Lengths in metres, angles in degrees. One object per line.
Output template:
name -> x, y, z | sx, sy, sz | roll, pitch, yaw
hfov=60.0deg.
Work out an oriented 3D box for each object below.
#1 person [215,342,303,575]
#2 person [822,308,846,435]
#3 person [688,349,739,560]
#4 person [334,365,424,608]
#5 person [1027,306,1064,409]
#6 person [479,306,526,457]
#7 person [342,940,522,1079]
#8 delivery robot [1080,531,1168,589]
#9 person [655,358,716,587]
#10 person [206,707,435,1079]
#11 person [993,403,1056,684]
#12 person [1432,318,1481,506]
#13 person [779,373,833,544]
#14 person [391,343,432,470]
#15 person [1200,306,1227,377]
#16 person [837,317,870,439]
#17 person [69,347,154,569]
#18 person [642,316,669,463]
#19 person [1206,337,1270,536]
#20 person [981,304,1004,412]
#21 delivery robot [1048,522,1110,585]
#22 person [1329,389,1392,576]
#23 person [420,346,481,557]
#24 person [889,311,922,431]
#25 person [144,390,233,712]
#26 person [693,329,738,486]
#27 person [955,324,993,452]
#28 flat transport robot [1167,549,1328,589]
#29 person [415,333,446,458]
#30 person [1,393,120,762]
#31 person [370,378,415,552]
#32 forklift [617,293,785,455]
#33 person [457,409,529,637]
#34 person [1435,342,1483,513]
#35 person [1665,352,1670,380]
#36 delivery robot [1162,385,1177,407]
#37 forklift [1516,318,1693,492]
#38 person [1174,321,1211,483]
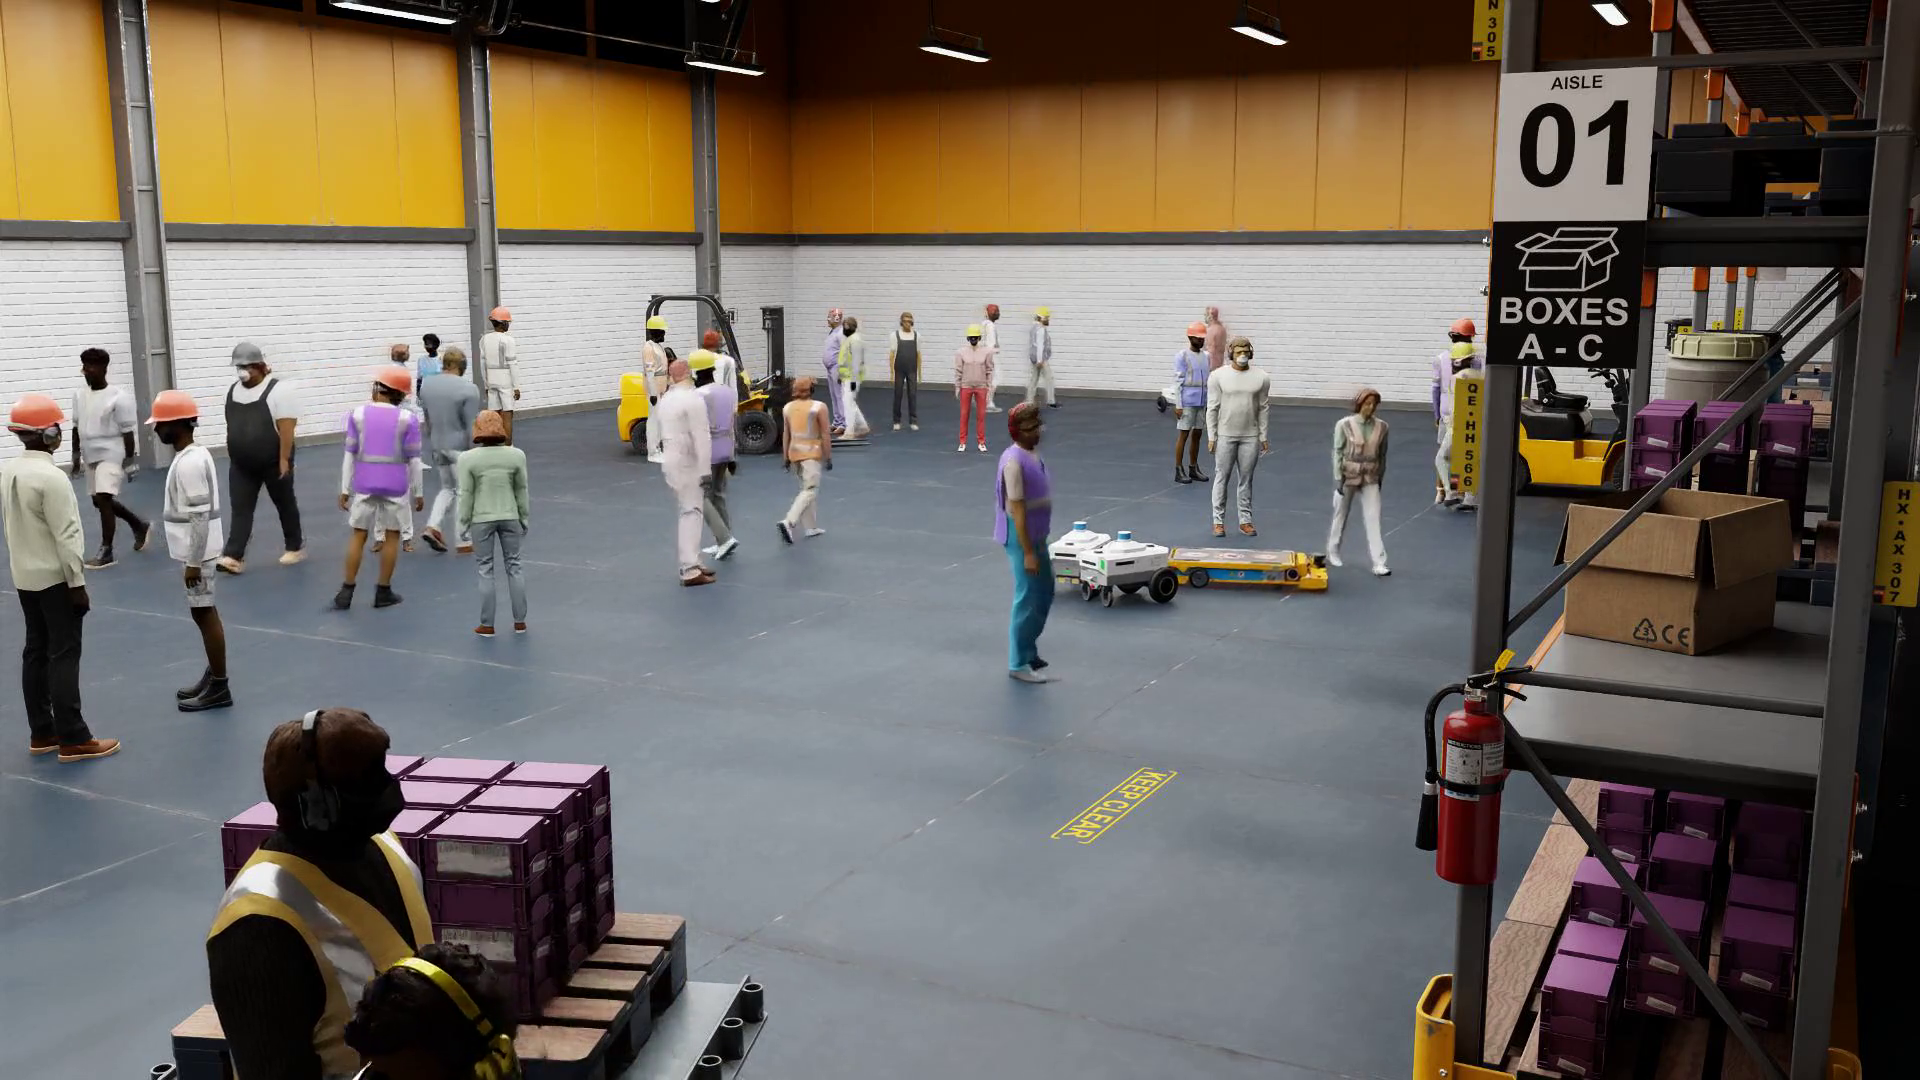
person -> -6.060, -0.738, 14.349 | 0.690, 2.000, 1.021 | 1, 10, 7
person -> -1.888, -2.560, 25.284 | 0.409, 1.908, 0.647 | -4, 10, -20
person -> -2.228, -0.760, 14.878 | 0.576, 1.898, 0.605 | 4, 11, 22
person -> -4.514, -0.415, 12.931 | 0.679, 1.885, 0.430 | -1, 10, -6
person -> 1.510, -3.184, 29.184 | 0.778, 1.800, 0.619 | -2, 10, -9
person -> -6.049, -2.064, 22.017 | 0.616, 2.041, 0.379 | 6, 11, 31
person -> -0.613, 1.437, 2.455 | 0.605, 1.806, 1.018 | 7, 12, 34
delivery robot -> 1.289, 0.175, 13.089 | 0.707, 0.478, 0.477 | -6, 12, -32
person -> -2.247, -0.577, 13.918 | 0.478, 1.872, 0.681 | -5, 11, -28
person -> -1.248, 1.244, 3.440 | 0.429, 1.846, 0.629 | 0, 10, 0
person -> 0.424, 0.018, 10.667 | 0.368, 1.811, 0.721 | 3, 10, 17
person -> 5.413, -1.381, 18.060 | 0.378, 2.045, 0.605 | -7, 12, -37
person -> -1.507, -0.779, 15.845 | 0.508, 1.607, 0.762 | 7, 12, 34
person -> -6.910, -1.636, 20.761 | 0.681, 1.620, 0.521 | -1, 10, -4
person -> 4.189, -2.888, 27.256 | 0.782, 1.880, 0.648 | 7, 12, 33
person -> -1.590, -2.369, 24.458 | 0.476, 1.819, 0.676 | -3, 10, -14
person -> -7.518, -0.750, 14.727 | 0.617, 1.939, 0.832 | 4, 11, 21
person -> -3.980, -1.980, 21.867 | 0.370, 1.927, 0.588 | 0, 10, 2
person -> 2.699, -0.999, 16.154 | 0.628, 1.940, 0.373 | -1, 10, -6
person -> 0.556, -3.114, 28.591 | 0.413, 1.871, 0.611 | -1, 10, -4
delivery robot -> 0.974, 0.095, 13.552 | 0.477, 0.478, 0.707 | 4, 11, 22
person -> 3.428, -0.504, 14.303 | 0.526, 1.591, 0.878 | -1, 10, -8
person -> -4.629, -0.795, 15.067 | 0.639, 1.910, 0.550 | 4, 11, 22
person -> -0.843, -2.613, 25.770 | 0.512, 1.843, 0.331 | -2, 10, -11
person -> -4.638, 0.065, 10.007 | 0.378, 1.932, 0.551 | -4, 11, -23
person -> -2.892, -1.545, 19.550 | 0.587, 1.861, 0.805 | -3, 10, -17
person -> 0.195, -2.095, 22.997 | 0.528, 1.767, 0.329 | 0, 10, -3
flat transport robot -> 2.331, 0.225, 13.891 | 1.431, 0.197, 0.652 | 2, 10, 10
person -> -7.035, -1.920, 22.223 | 0.547, 1.678, 0.437 | 3, 10, 16
person -> -4.921, 0.205, 9.012 | 0.612, 1.997, 0.375 | 7, 12, 34
person -> -5.246, -0.700, 15.302 | 0.507, 1.632, 0.265 | -1, 10, -7
forklift -> -3.588, -2.317, 23.042 | 2.313, 2.155, 1.214 | -1, 10, -5
person -> -3.345, -0.121, 11.953 | 0.507, 1.631, 0.268 | -6, 11, -31
person -> 5.261, -1.181, 17.565 | 0.524, 1.811, 0.625 | 9, 13, 42
person -> 10.276, -2.150, 23.738 | 0.310, 1.624, 0.546 | -5, 11, -28
delivery robot -> 3.757, -2.487, 28.498 | 0.477, 0.478, 0.707 | -4, 11, -20
forklift -> 7.066, -1.601, 18.899 | 2.313, 2.155, 1.214 | 5, 11, 27
person -> 2.809, -1.644, 19.894 | 0.551, 1.934, 0.372 | -7, 12, -36
